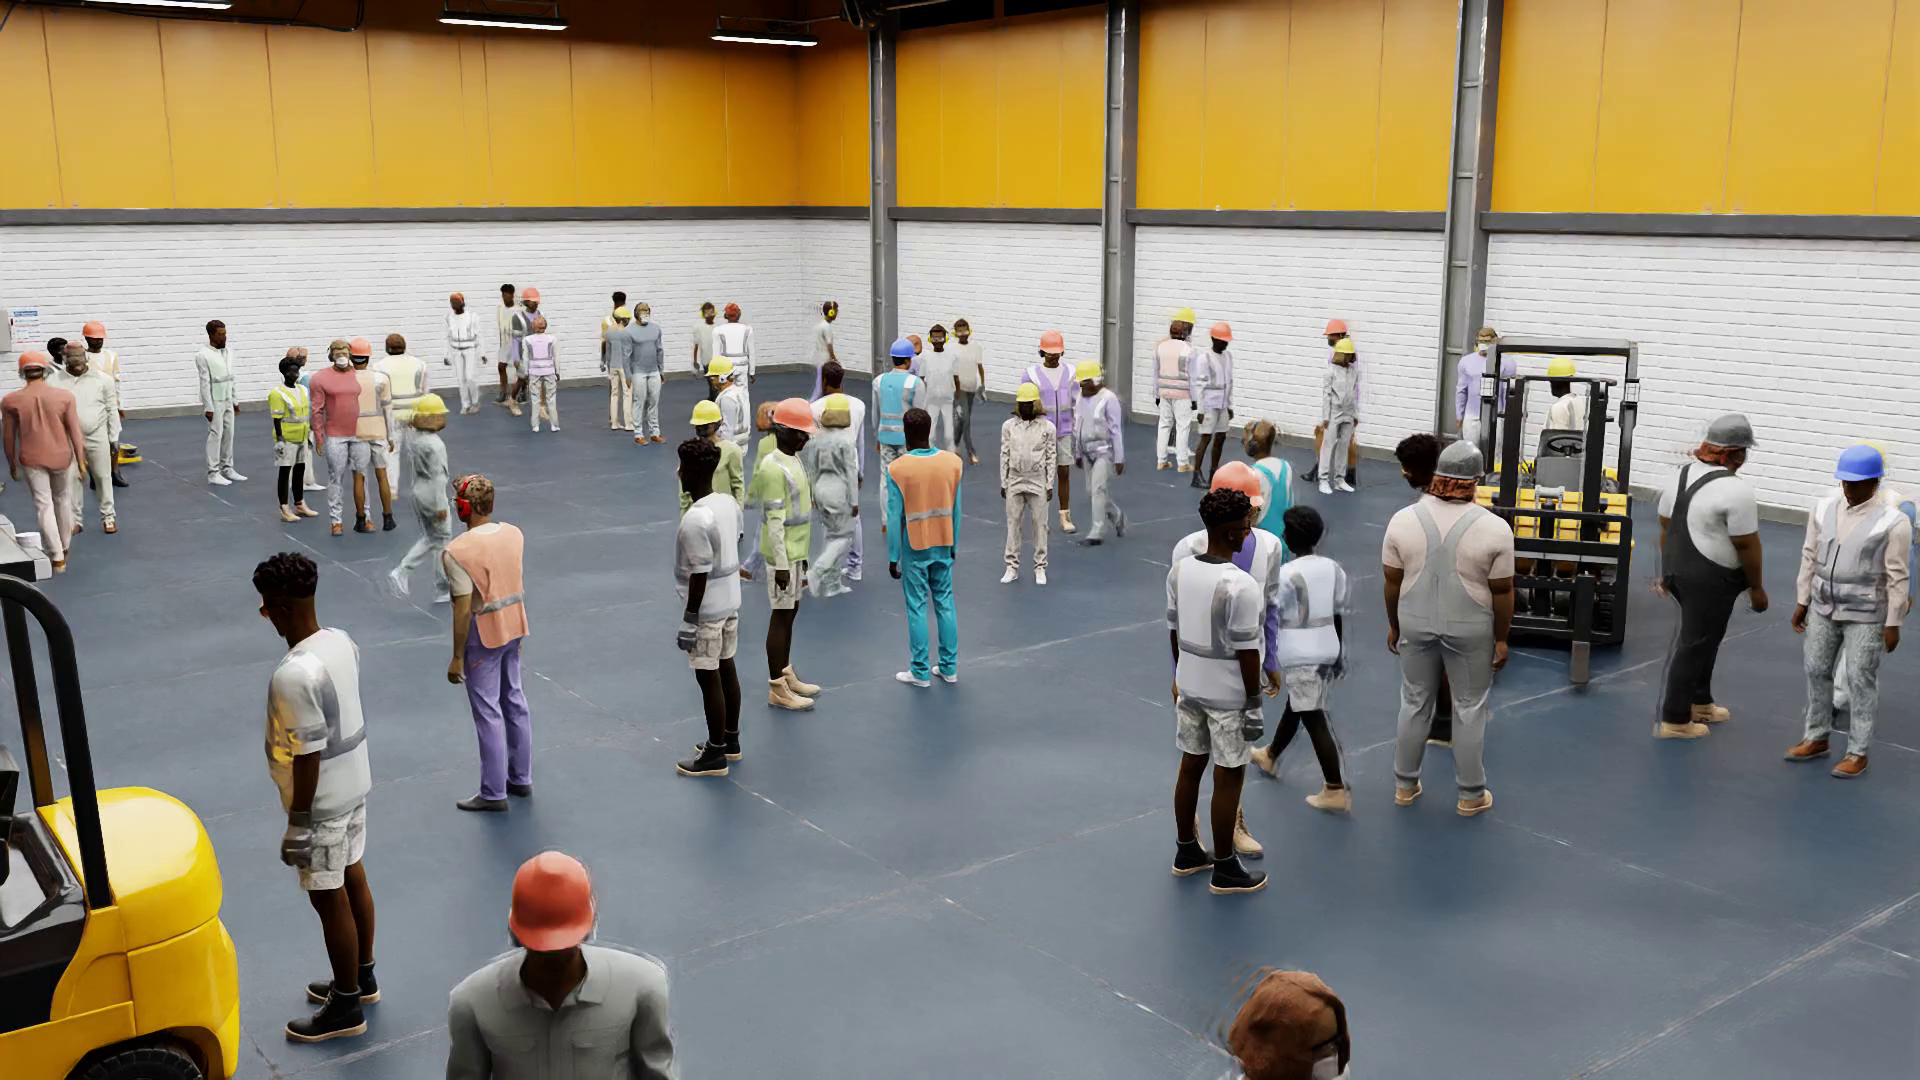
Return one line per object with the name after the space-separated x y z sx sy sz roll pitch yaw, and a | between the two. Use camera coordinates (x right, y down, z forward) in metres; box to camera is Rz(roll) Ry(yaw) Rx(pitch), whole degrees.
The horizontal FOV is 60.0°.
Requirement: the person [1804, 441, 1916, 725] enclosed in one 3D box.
5.594 0.270 10.515 0.865 1.792 0.614 -6 13 -26 | person

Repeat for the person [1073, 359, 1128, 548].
1.383 -0.840 15.909 0.708 1.793 0.648 -8 14 -34 | person

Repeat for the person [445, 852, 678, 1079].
-1.004 1.604 4.228 0.593 1.734 0.370 -1 12 -6 | person

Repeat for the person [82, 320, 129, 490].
-9.761 -1.528 18.904 0.388 1.929 0.539 7 14 31 | person

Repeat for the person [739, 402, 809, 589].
-1.638 -0.369 14.119 0.827 1.590 0.510 2 12 11 | person

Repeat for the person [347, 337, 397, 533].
-5.898 -1.040 16.507 0.543 1.939 0.361 -4 12 -20 | person

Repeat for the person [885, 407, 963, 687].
-0.233 0.051 11.334 0.584 1.905 0.404 -7 14 -31 | person

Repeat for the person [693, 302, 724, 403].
-3.561 -2.547 24.143 0.624 1.813 0.997 -5 13 -24 | person

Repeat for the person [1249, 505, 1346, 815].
1.858 0.627 9.167 0.535 1.636 0.898 -10 15 -39 | person

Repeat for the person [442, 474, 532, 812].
-2.544 0.560 9.000 0.396 1.847 0.565 5 13 23 | person

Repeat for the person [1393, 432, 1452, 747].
2.841 0.305 10.008 0.445 1.932 0.684 8 14 32 | person

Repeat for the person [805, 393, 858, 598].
-1.083 -0.343 13.691 0.517 1.716 0.551 10 15 40 | person

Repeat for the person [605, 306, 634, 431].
-4.789 -2.429 23.640 0.533 1.765 0.329 7 13 29 | person

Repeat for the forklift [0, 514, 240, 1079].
-3.687 1.115 5.480 2.313 2.155 1.214 -9 15 -36 | forklift

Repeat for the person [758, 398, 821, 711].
-1.097 0.086 10.840 0.390 2.034 0.605 1 12 5 | person

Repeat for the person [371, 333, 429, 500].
-6.150 -1.352 18.287 0.632 1.835 0.429 -7 14 -31 | person

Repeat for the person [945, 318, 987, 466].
0.033 -1.890 20.900 0.506 1.826 0.953 -5 13 -23 | person

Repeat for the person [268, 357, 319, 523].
-6.853 -1.040 17.085 0.321 1.699 0.535 3 12 16 | person

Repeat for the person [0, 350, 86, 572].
-8.240 -0.724 14.956 0.625 1.942 0.958 -8 14 -33 | person

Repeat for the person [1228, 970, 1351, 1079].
0.749 1.744 3.819 0.532 1.617 0.386 -10 15 -39 | person

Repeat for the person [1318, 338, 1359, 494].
4.282 -1.393 18.686 0.492 1.742 0.320 -6 13 -28 | person

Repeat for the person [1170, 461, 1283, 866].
1.339 0.615 8.262 0.615 2.040 0.391 -5 13 -22 | person

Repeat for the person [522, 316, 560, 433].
-5.895 -2.329 23.458 0.515 1.641 0.309 -2 12 -11 | person

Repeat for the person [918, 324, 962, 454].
-0.235 -1.572 19.276 0.512 1.861 0.325 0 12 -1 | person

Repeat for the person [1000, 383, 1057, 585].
0.578 -0.482 14.286 0.487 1.744 0.294 2 12 11 | person

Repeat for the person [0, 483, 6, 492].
-11.206 -1.356 18.302 0.989 1.834 0.577 -11 16 -43 | person

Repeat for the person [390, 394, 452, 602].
-4.352 -0.328 13.559 0.525 1.728 0.500 -10 16 -41 | person

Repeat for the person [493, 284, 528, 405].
-7.174 -3.088 26.395 0.628 1.931 0.835 5 13 21 | person

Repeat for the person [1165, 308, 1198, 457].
2.882 -2.012 21.275 0.722 1.897 0.602 8 14 33 | person

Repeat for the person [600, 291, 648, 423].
-4.901 -2.704 24.553 0.841 1.939 0.582 -2 12 -10 | person

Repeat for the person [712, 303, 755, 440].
-3.077 -2.287 22.659 0.584 1.882 0.339 -4 12 -17 | person

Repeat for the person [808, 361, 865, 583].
-1.059 -0.576 14.314 0.591 1.918 0.383 -10 15 -40 | person

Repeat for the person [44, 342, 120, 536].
-8.622 -0.993 16.357 0.654 1.905 0.408 -4 12 -20 | person

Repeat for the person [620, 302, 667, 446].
-4.227 -2.222 22.259 0.391 1.928 0.635 11 16 43 | person

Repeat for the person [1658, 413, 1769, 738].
4.667 0.211 10.217 0.748 2.000 0.693 -1 12 -6 | person

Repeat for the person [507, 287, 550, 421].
-6.477 -2.795 24.863 1.023 2.000 0.622 11 16 41 | person

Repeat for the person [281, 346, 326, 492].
-7.467 -1.367 18.819 0.523 1.636 0.310 9 14 36 | person

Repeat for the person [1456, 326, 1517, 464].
5.679 -1.349 18.038 0.623 1.932 0.367 7 14 30 | person

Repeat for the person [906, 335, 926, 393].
-0.593 -1.723 20.567 0.274 1.627 0.503 -9 15 -37 | person

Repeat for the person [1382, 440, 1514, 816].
2.655 0.461 9.010 0.689 2.000 0.539 7 14 30 | person

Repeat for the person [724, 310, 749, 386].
-3.531 -2.868 26.176 0.533 1.592 0.870 -1 12 -4 | person

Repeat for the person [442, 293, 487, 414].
-7.555 -2.835 25.362 0.657 1.863 0.453 2 12 8 | person

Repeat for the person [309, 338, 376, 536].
-6.041 -1.015 16.384 0.638 1.938 0.356 -7 14 -31 | person

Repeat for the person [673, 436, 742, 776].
-1.455 0.380 9.578 0.368 1.967 0.600 3 12 13 | person

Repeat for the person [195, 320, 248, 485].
-8.597 -1.594 19.274 0.391 1.908 0.585 2 12 8 | person

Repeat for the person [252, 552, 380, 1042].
-2.538 1.007 6.572 0.386 1.958 0.608 -1 12 -3 | person

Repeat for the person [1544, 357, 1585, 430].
5.268 -0.645 14.631 0.383 1.923 0.590 8 14 33 | person

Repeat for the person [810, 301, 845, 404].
-1.832 -2.504 23.839 0.858 1.824 0.488 0 12 -1 | person

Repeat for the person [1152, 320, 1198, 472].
2.629 -1.744 20.170 0.628 1.837 0.429 10 15 40 | person

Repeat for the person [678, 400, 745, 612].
-1.935 -0.208 12.914 0.533 1.765 0.325 3 12 14 | person

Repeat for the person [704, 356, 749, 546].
-2.219 -0.845 15.870 0.403 1.818 0.601 -1 12 -4 | person

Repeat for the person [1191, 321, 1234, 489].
2.935 -1.543 18.997 0.550 1.915 0.422 -10 16 -41 | person

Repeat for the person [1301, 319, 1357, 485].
4.314 -1.604 19.297 0.785 1.901 0.558 9 14 36 | person

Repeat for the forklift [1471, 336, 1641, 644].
4.683 -0.471 13.136 1.214 2.155 2.313 4 12 20 | forklift

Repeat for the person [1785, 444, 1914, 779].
5.100 0.402 9.550 0.434 1.936 0.618 -6 13 -26 | person

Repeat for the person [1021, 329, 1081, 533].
0.910 -1.061 16.410 0.607 2.029 0.405 -3 12 -15 | person

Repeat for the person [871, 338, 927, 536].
-0.578 -0.986 16.222 0.606 1.947 0.406 7 14 31 | person

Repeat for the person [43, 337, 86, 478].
-10.473 -1.521 19.406 0.317 1.698 0.540 -1 12 -4 | person

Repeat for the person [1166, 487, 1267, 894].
1.236 0.713 7.970 0.367 1.966 0.606 -7 14 -31 | person
